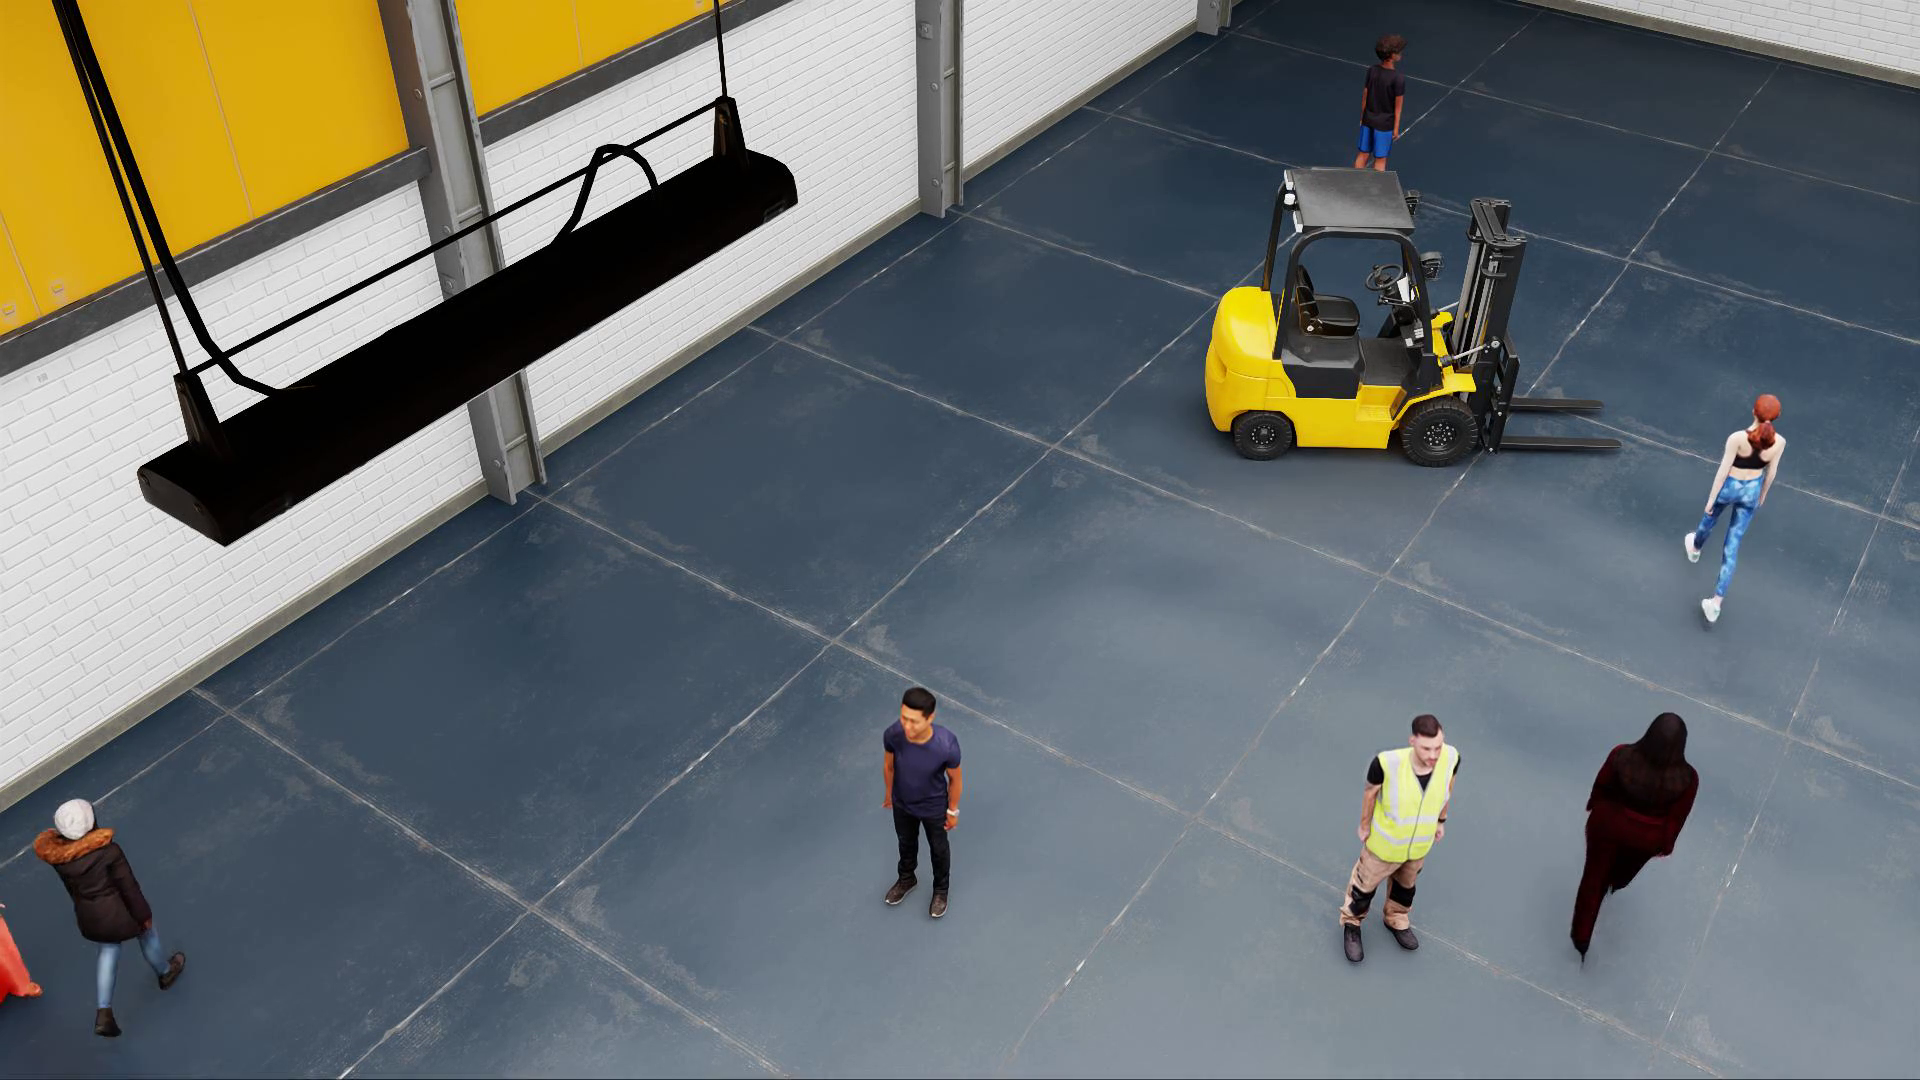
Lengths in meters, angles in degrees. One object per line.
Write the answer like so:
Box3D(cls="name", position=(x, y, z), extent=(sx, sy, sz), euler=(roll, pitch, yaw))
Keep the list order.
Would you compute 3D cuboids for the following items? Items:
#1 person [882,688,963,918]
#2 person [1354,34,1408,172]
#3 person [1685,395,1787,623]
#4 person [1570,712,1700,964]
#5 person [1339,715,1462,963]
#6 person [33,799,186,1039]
Box3D(cls="person", position=(-0.220, 1.518, 9.774), extent=(0.681, 1.792, 0.597), euler=(15, 41, 17))
Box3D(cls="person", position=(4.294, -4.297, 17.054), extent=(0.635, 1.794, 0.597), euler=(31, 48, 33))
Box3D(cls="person", position=(5.597, -0.213, 11.991), extent=(0.953, 1.730, 1.300), euler=(7, 39, 8))
Box3D(cls="person", position=(3.832, 1.734, 9.566), extent=(0.791, 1.715, 1.113), euler=(17, 42, 20))
Box3D(cls="person", position=(2.534, 1.672, 9.538), extent=(0.858, 1.846, 0.917), euler=(-6, 39, -7))
Box3D(cls="person", position=(-4.731, 2.092, 9.194), extent=(0.917, 1.619, 1.043), euler=(1, 39, 1))
